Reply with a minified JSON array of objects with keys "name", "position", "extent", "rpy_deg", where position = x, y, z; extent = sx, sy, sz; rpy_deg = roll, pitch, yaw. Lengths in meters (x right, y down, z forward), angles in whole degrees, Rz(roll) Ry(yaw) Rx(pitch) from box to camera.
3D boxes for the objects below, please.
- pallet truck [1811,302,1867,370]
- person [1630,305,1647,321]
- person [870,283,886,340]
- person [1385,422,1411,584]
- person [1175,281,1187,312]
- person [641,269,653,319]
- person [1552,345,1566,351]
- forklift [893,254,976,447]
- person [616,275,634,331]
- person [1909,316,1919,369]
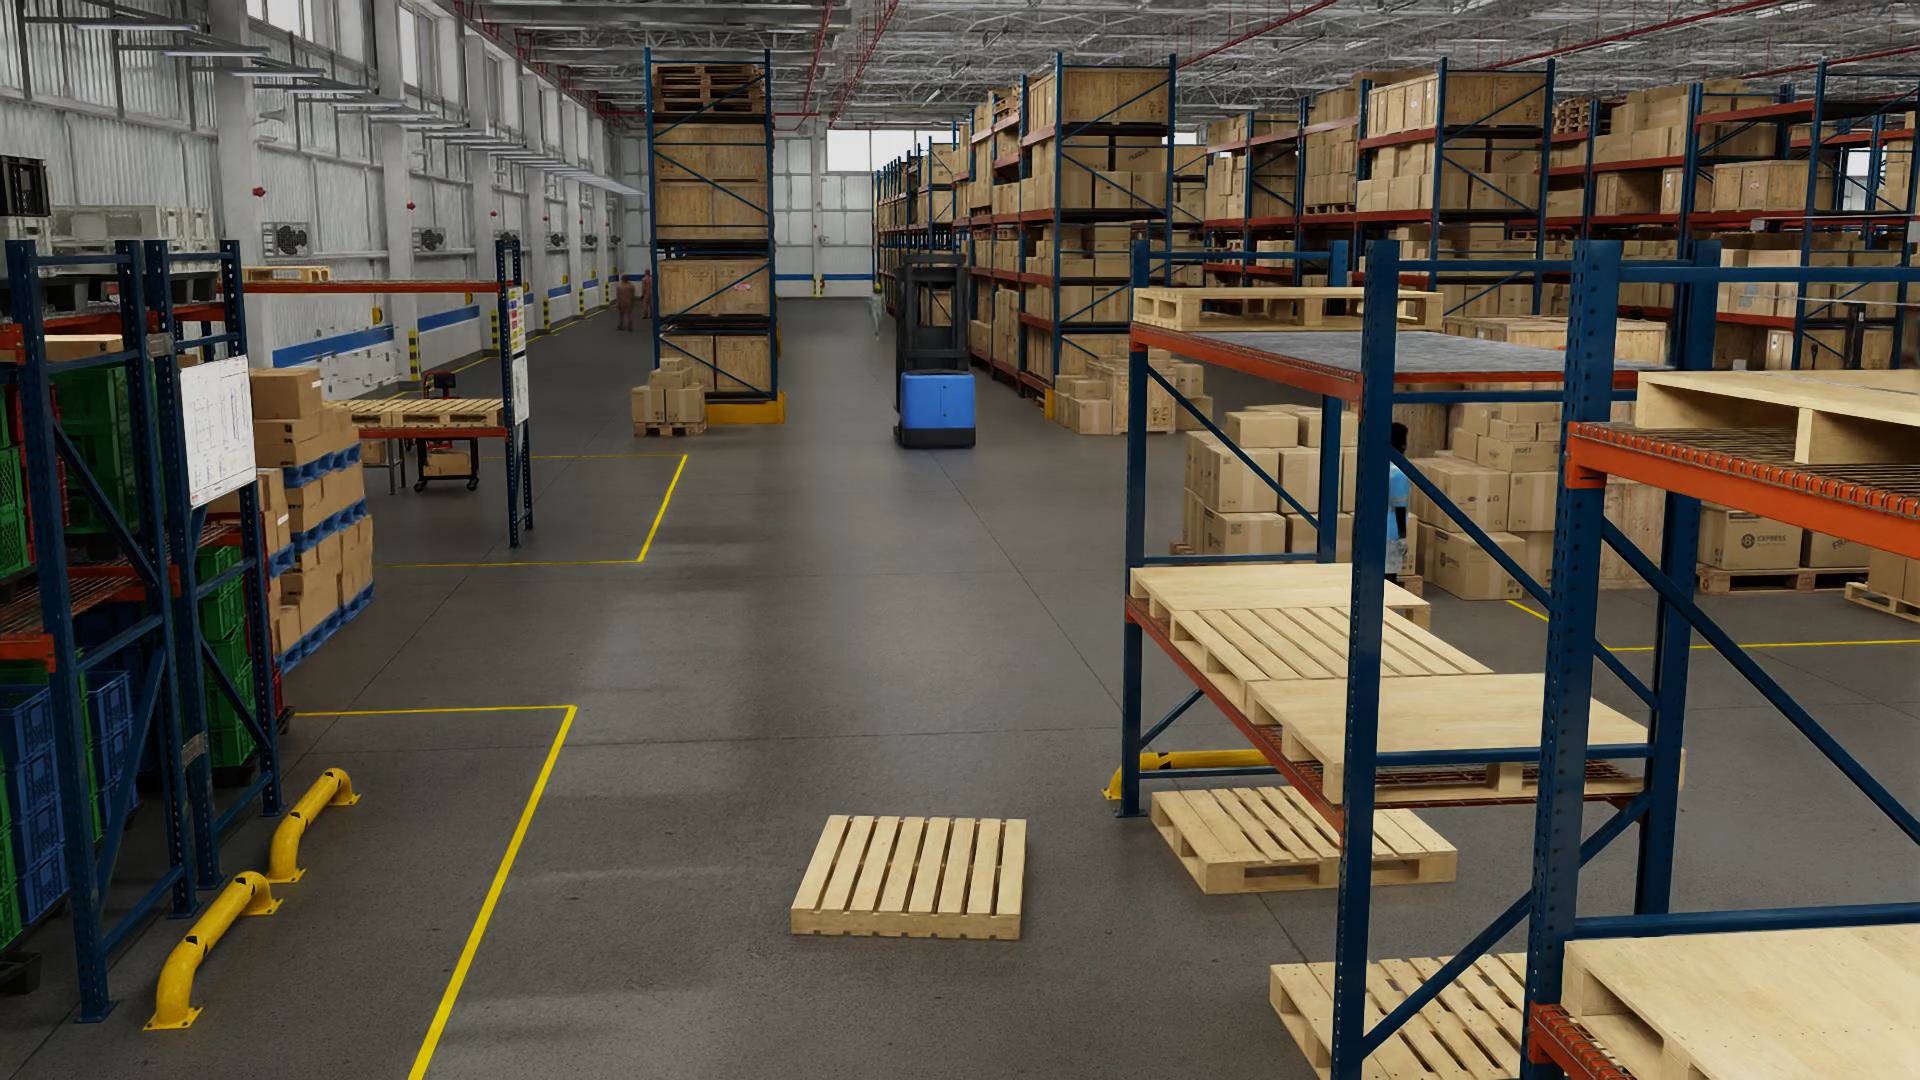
[{"name":"pallet truck","position":[15.846,-3.142,28.793],"extent":[1.885,1.965,0.823],"rpy_deg":[2,10,12]},{"name":"person","position":[12.529,-3.435,30.887],"extent":[0.429,1.837,0.630],"rpy_deg":[-1,10,-7]},{"name":"person","position":[-2.531,-7.015,51.030],"extent":[0.489,1.730,0.596],"rpy_deg":[-3,11,-17]},{"name":"person","position":[3.175,-0.035,12.421],"extent":[0.320,1.692,0.531],"rpy_deg":[-3,11,-17]},{"name":"person","position":[6.591,-6.871,49.949],"extent":[0.716,1.821,0.636],"rpy_deg":[-1,10,-8]},{"name":"person","position":[-12.084,-9.524,64.448],"extent":[0.403,1.897,0.654],"rpy_deg":[8,13,39]},{"name":"person","position":[6.492,-1.149,17.966],"extent":[0.618,1.918,0.563],"rpy_deg":[-5,11,-24]},{"name":"forklift","position":[-0.383,-2.863,24.797],"extent":[1.129,2.768,1.873],"rpy_deg":[-1,10,-6]},{"name":"person","position":[-11.226,-7.935,55.710],"extent":[0.654,1.868,0.854],"rpy_deg":[-5,11,-27]},{"name":"person","position":[18.779,-3.750,32.415],"extent":[0.633,1.914,0.856],"rpy_deg":[-5,11,-25]}]
